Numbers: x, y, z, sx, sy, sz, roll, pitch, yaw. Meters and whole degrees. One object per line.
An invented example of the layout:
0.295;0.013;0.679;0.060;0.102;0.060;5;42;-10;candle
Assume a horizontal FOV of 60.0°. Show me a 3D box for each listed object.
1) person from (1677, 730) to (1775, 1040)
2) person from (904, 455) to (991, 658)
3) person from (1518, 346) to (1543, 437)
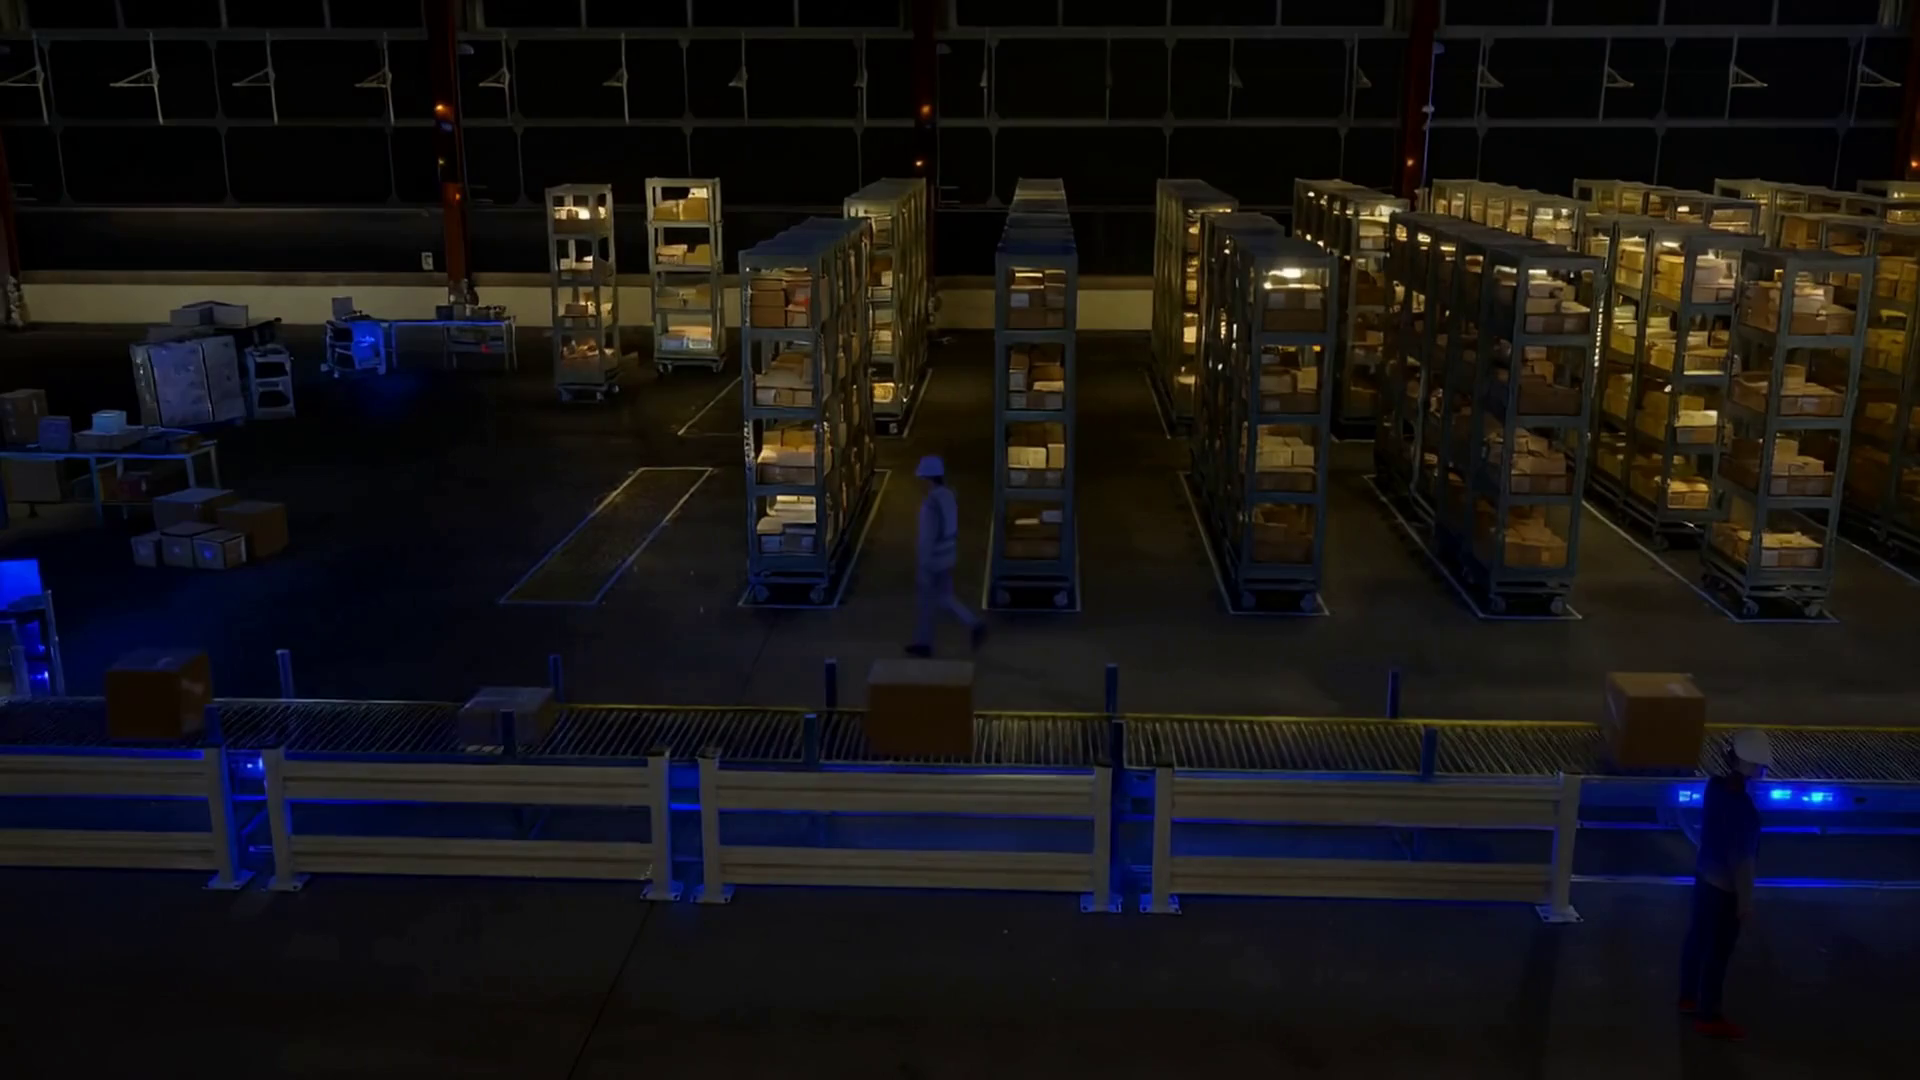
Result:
4.255;1.885;9.211;0.325;1.760;0.523;0;15;1;person
-0.132;0.170;15.276;0.724;1.928;0.619;7;17;24;person
8.354;-2.213;24.308;0.466;1.811;0.610;0;15;1;person
